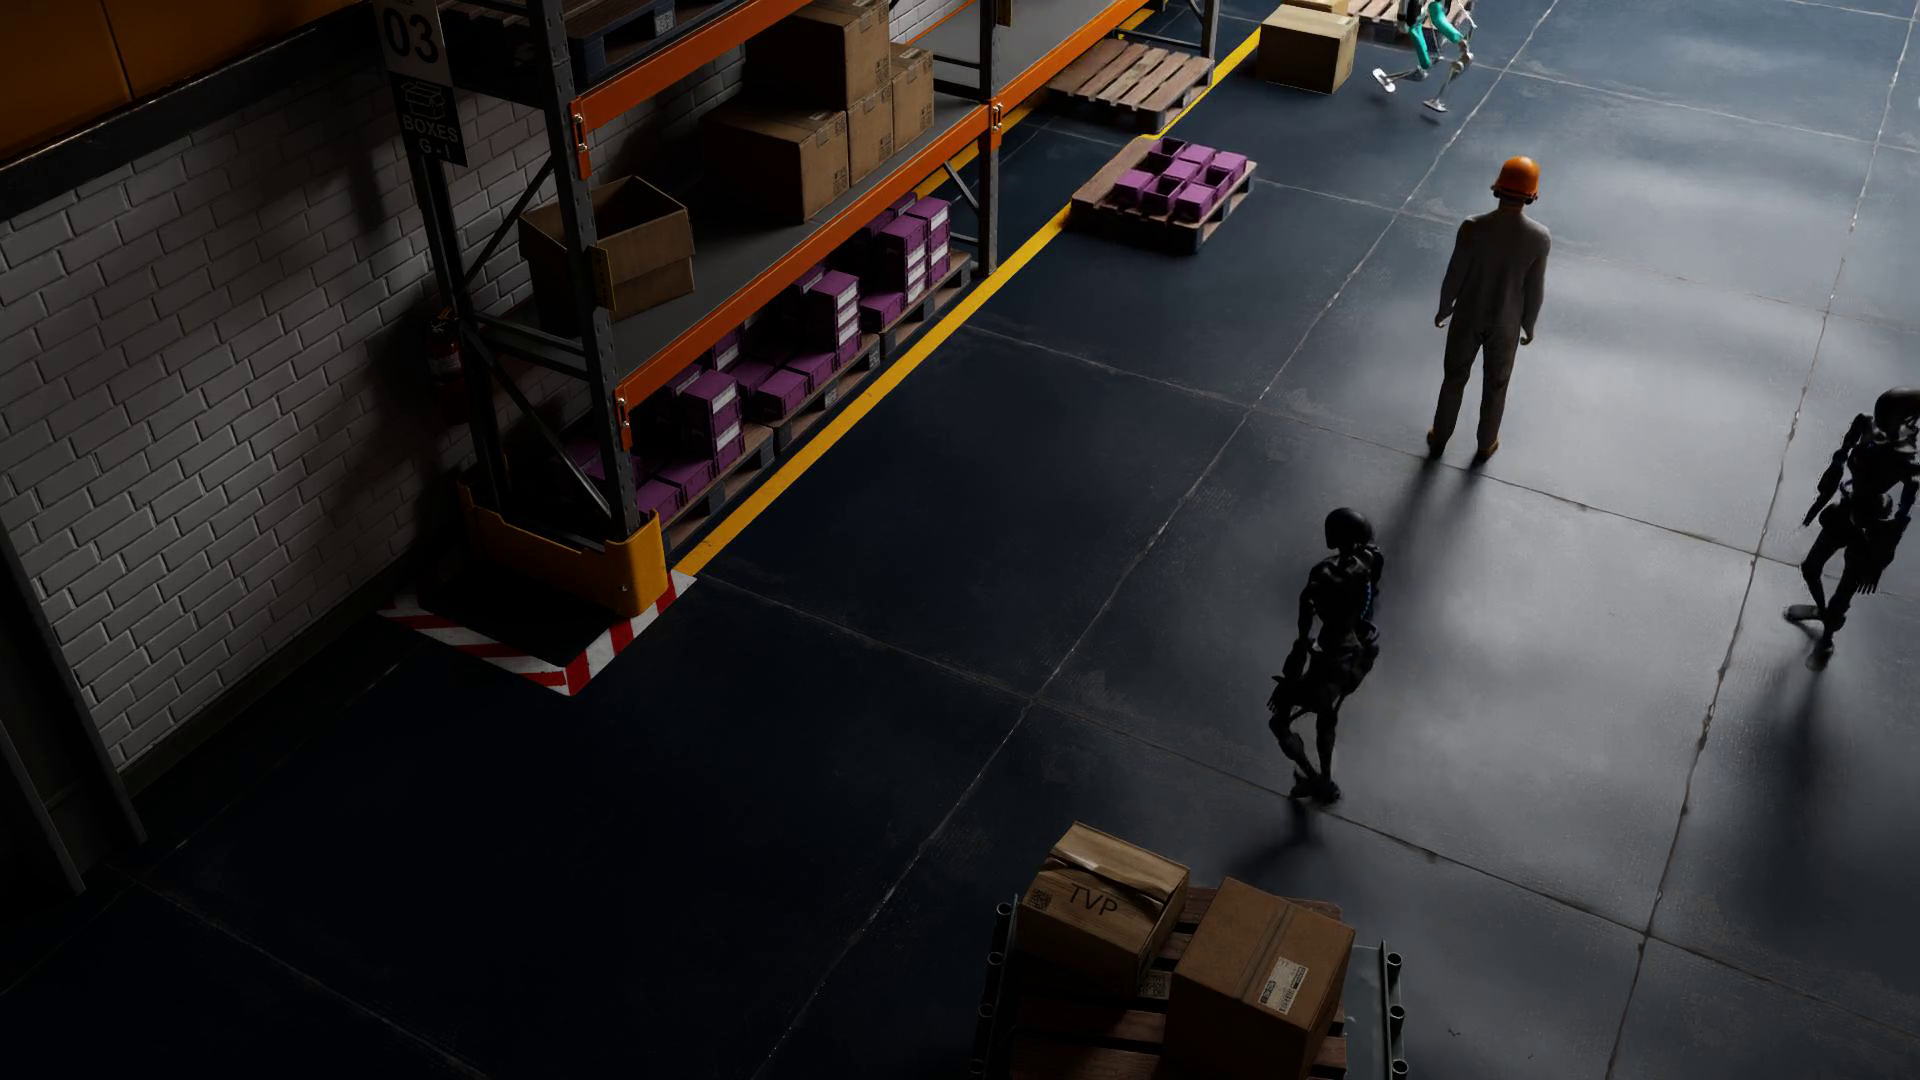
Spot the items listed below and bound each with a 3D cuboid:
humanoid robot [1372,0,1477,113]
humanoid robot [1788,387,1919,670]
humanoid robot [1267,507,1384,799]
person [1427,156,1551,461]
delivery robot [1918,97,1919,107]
[{"bbox_3d":[3.812,-4.232,13.333,0.547,1.729,1.027,-19,42,-22],"label":"humanoid robot"},{"bbox_3d":[4.460,-0.077,8.198,0.438,1.649,0.597,-7,39,-9],"label":"humanoid robot"},{"bbox_3d":[1.648,0.533,7.424,0.596,1.641,0.347,-30,47,-32],"label":"humanoid robot"},{"bbox_3d":[3.028,-1.306,9.553,0.562,1.896,0.378,12,40,14],"label":"person"},{"bbox_3d":[8.313,-3.699,13.591,0.499,0.565,0.746,-23,44,-26],"label":"delivery robot"}]
